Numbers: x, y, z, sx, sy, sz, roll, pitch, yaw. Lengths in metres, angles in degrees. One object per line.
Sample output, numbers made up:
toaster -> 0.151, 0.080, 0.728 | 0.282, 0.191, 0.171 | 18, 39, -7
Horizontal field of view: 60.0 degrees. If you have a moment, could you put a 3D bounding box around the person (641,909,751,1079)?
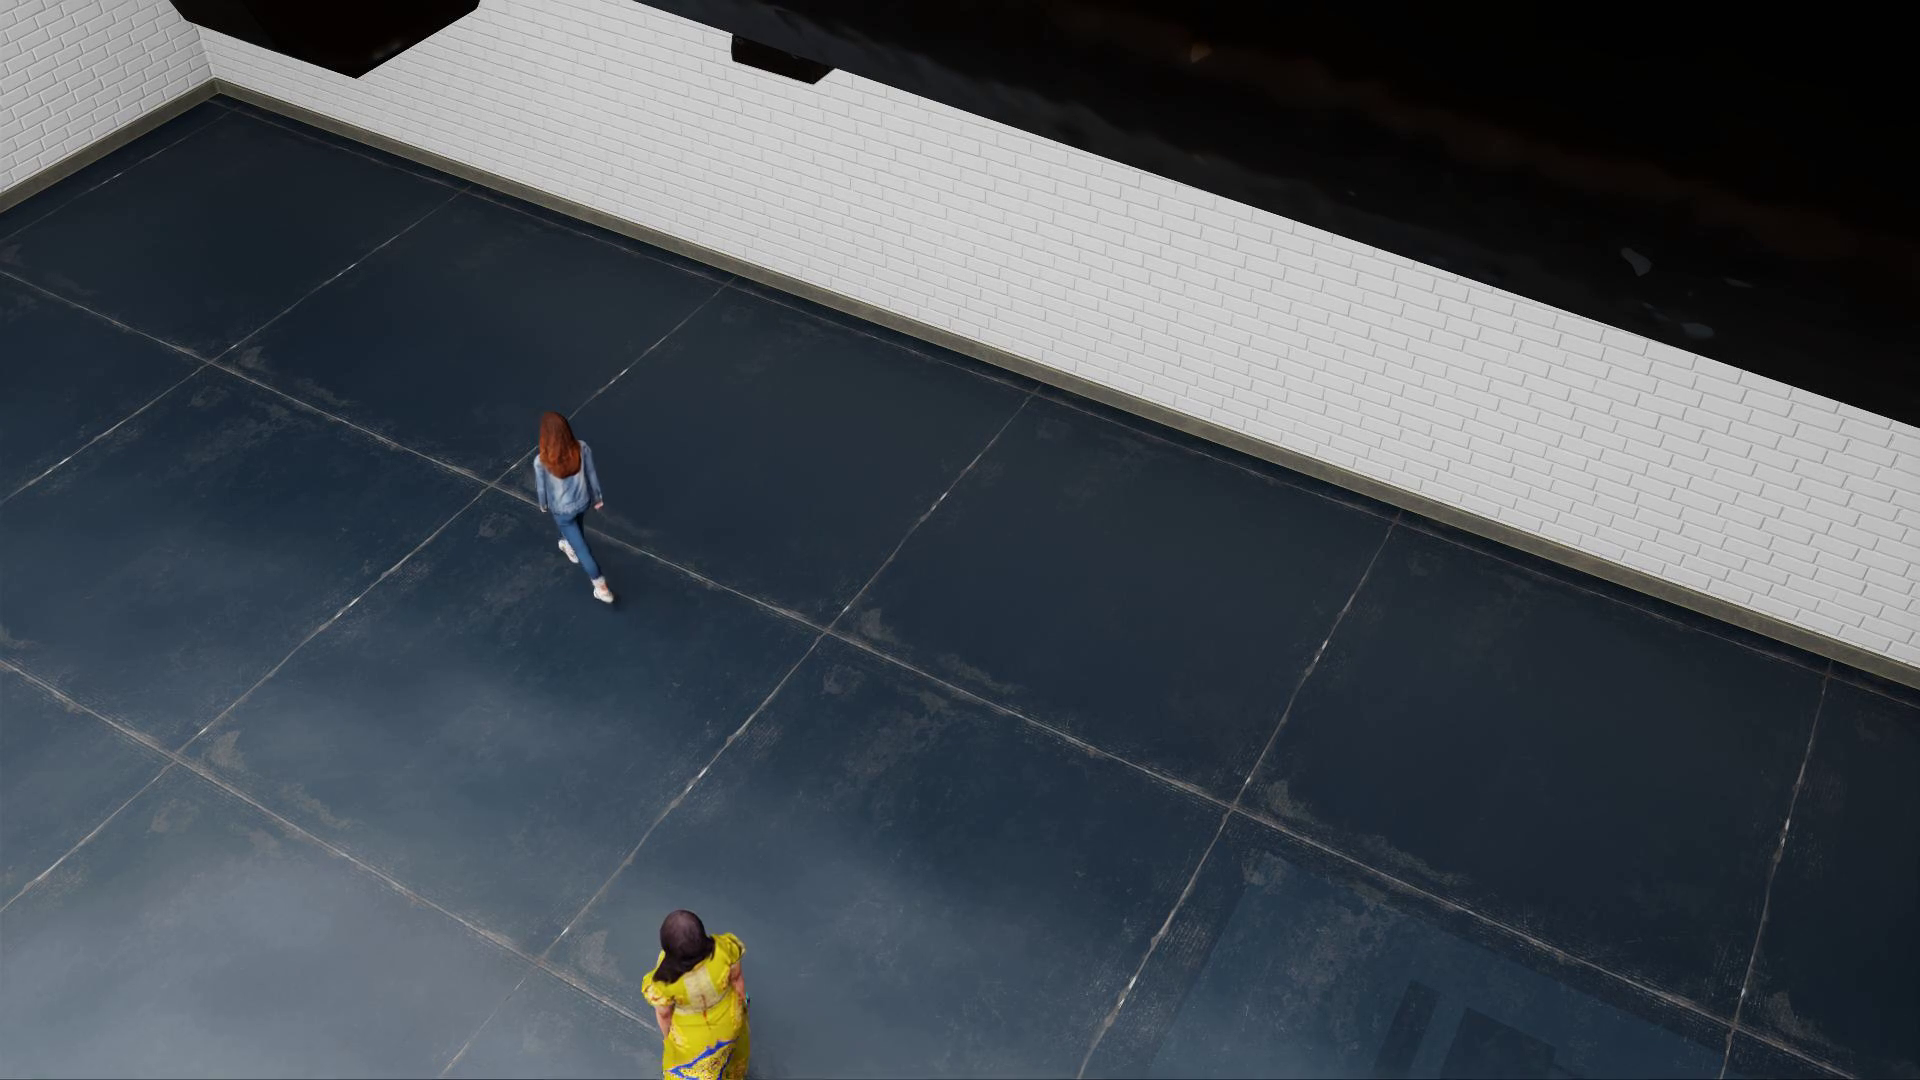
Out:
person -> -1.234, 2.451, 8.273 | 1.263, 1.633, 1.172 | -23, 48, -23

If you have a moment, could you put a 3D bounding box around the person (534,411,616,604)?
person -> -2.583, -0.196, 11.180 | 1.004, 1.444, 0.818 | -29, 51, -27
